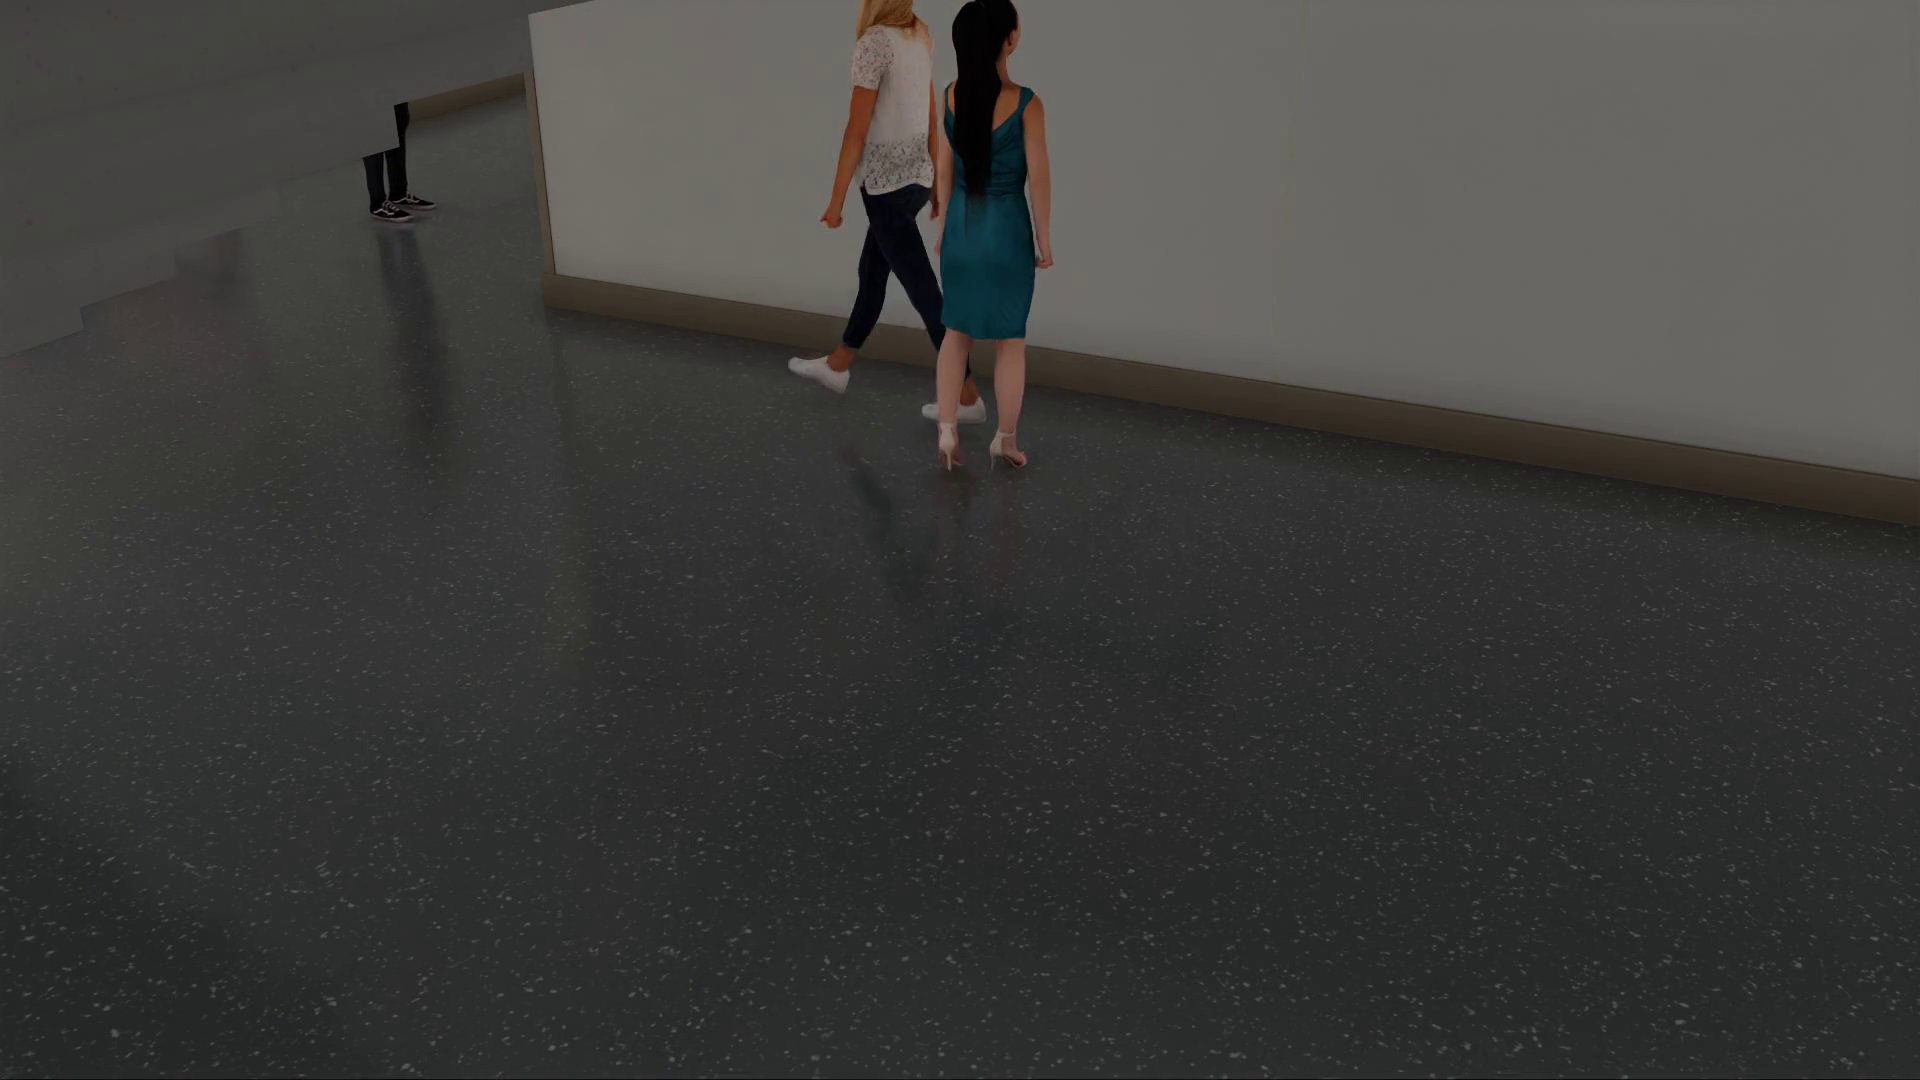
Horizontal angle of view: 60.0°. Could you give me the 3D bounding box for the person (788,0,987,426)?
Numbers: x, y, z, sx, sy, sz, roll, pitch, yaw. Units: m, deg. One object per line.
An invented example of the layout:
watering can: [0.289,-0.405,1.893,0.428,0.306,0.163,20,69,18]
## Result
person: [-0.154,-1.240,6.129,1.125,1.759,0.635,12,28,24]

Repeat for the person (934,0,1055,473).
person: [0.081,-1.008,5.736,0.501,1.683,0.640,11,28,21]
